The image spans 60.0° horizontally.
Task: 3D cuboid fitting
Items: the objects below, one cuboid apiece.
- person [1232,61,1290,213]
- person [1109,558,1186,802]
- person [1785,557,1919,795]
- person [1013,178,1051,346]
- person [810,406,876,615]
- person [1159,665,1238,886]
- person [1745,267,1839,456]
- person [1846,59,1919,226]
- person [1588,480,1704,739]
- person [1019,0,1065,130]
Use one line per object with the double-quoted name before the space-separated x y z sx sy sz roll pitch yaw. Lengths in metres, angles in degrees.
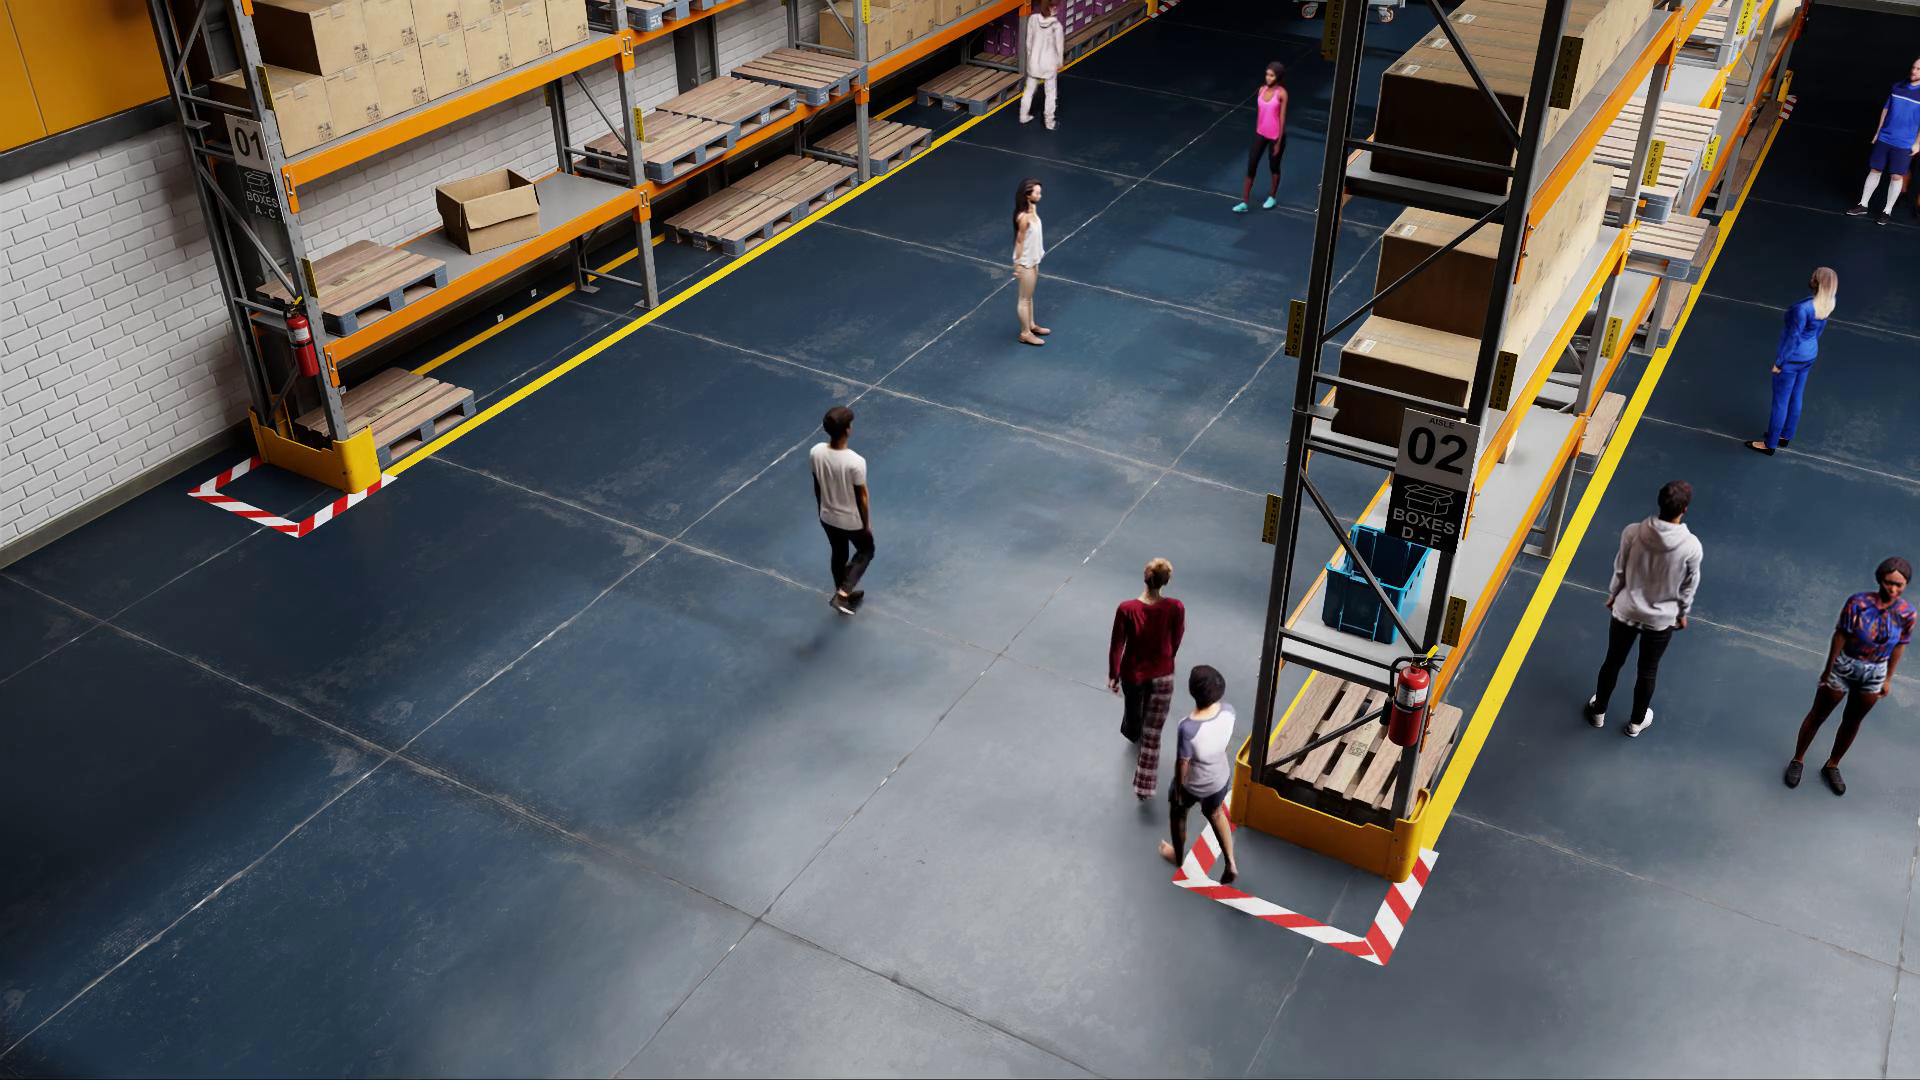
"person" 3.525 -4.519 18.629 0.665 1.697 0.954 23 40 31
"person" 1.199 0.888 10.528 0.932 1.658 1.210 2 34 3
"person" 5.663 0.848 10.514 0.636 1.741 0.597 9 35 13
"person" 0.629 -2.679 15.900 0.672 1.652 0.607 -6 34 -9
"person" -0.885 -0.164 12.058 0.645 1.717 0.693 20 38 27
"person" 1.474 1.423 9.824 0.865 1.547 0.868 -15 37 -22
"person" 7.113 -1.529 14.126 0.636 1.701 0.765 -21 39 -29
"person" 10.350 -4.419 18.347 0.726 1.842 0.752 -23 40 -30
"person" 4.509 0.456 10.932 0.671 1.931 0.592 17 37 23
"person" 1.054 -5.998 20.879 0.710 1.668 0.545 12 36 18
